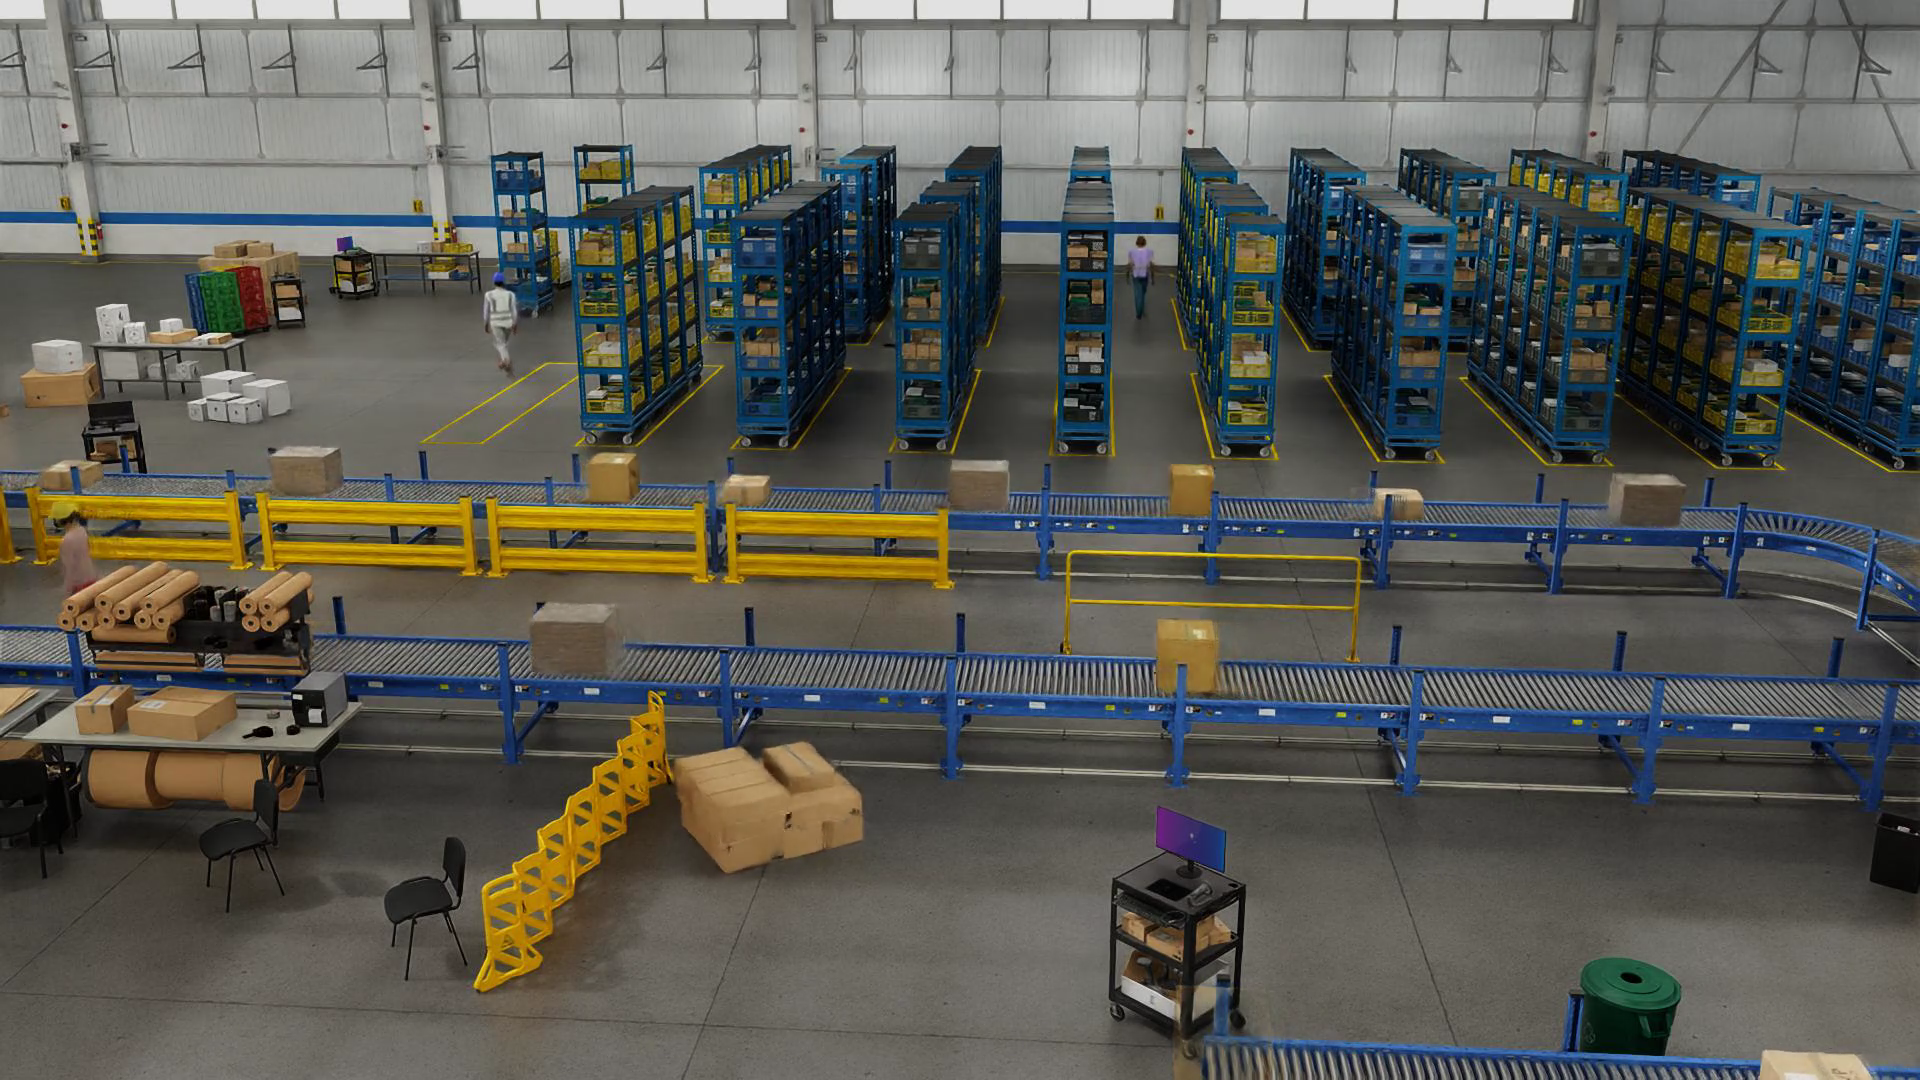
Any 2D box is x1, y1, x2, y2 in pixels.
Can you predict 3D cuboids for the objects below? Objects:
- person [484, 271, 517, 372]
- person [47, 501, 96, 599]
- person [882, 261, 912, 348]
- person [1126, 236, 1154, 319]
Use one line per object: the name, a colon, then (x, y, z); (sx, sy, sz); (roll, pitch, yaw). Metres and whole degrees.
person: (-8.663, -4.110, 31.458); (0.605, 1.920, 0.713); (-13, 22, -35)
person: (-9.191, 0.432, 17.313); (0.388, 1.751, 0.541); (-2, 18, -7)
person: (-1.149, -4.755, 33.699); (0.829, 1.808, 0.594); (2, 18, 5)
person: (4.030, -5.923, 37.408); (0.591, 1.790, 0.955); (-1, 18, -3)
